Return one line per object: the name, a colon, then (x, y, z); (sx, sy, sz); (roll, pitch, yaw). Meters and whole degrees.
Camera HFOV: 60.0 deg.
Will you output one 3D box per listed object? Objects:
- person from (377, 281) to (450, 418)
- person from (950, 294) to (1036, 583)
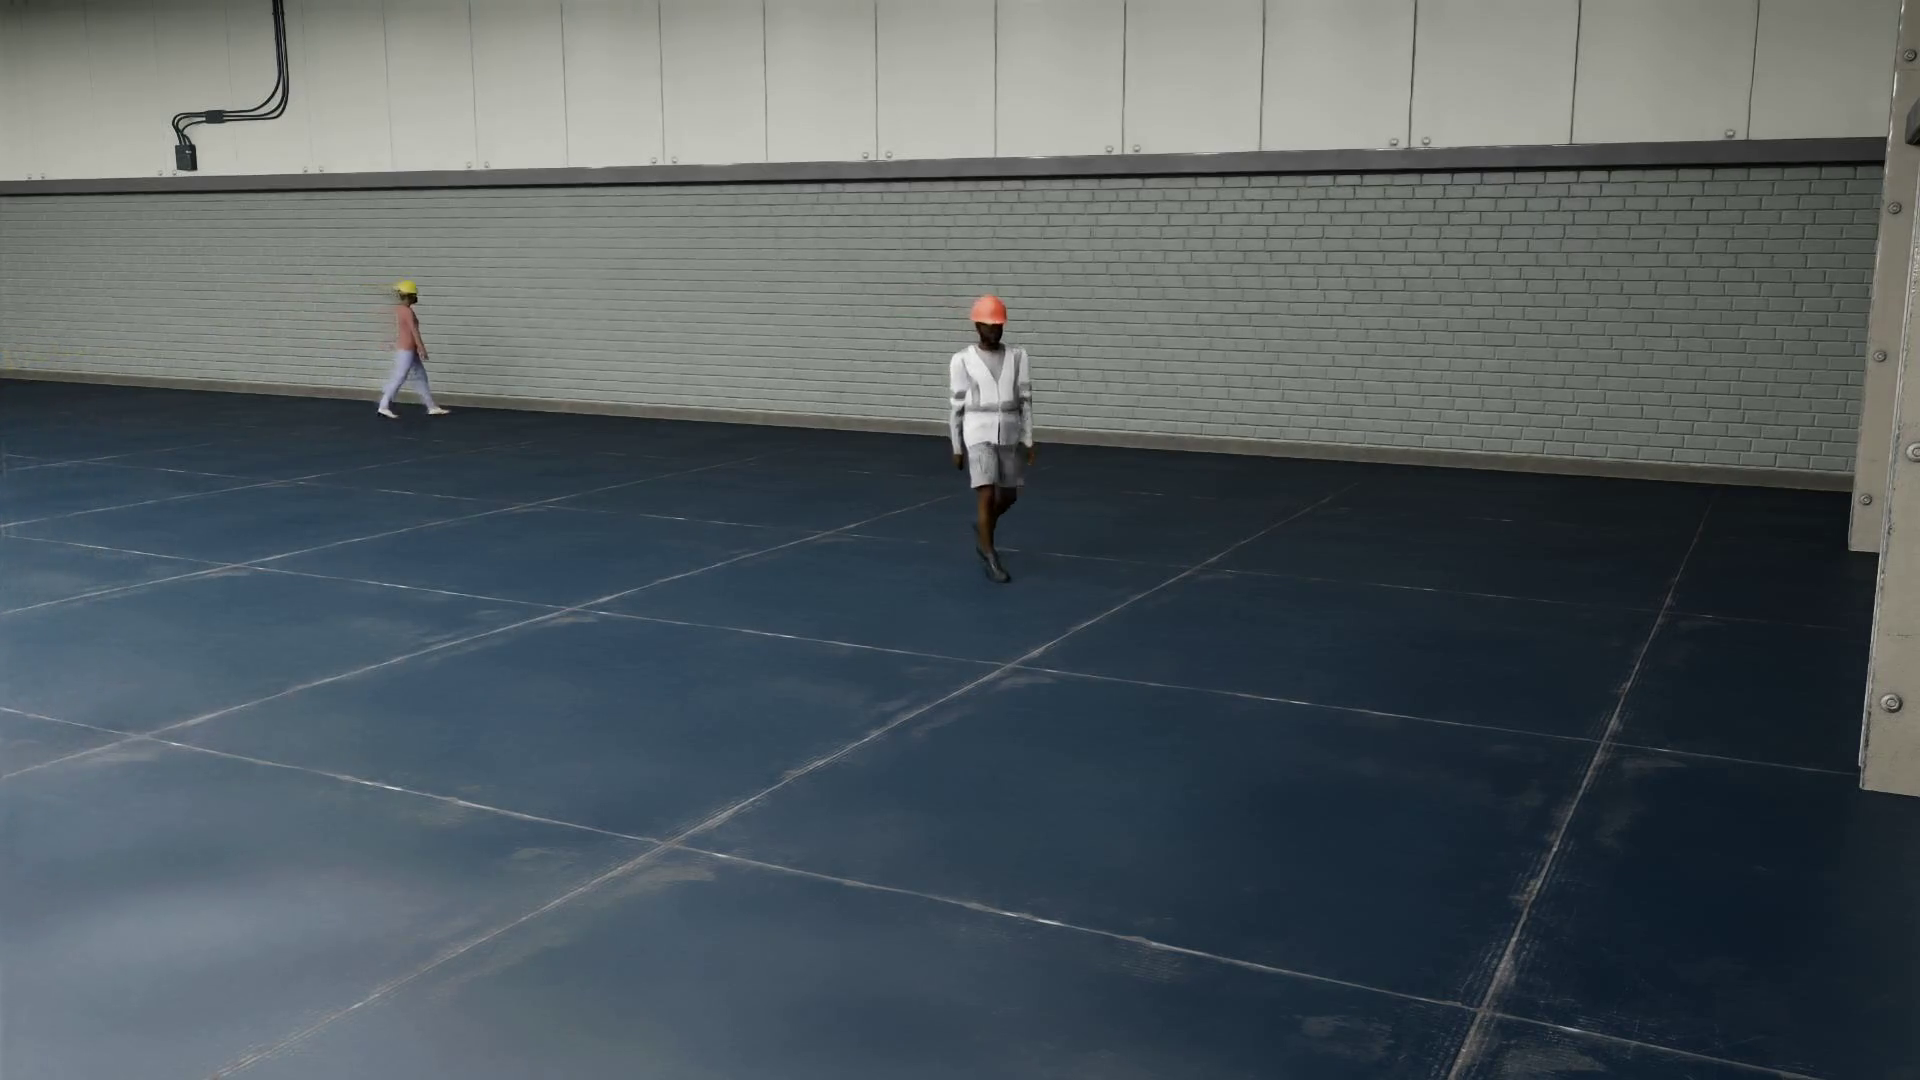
person: (-6.978, -2.405, 21.022); (0.897, 1.728, 0.522); (-5, 11, -23)
person: (0.193, -0.702, 11.232); (0.563, 1.919, 0.771); (-3, 11, -17)
